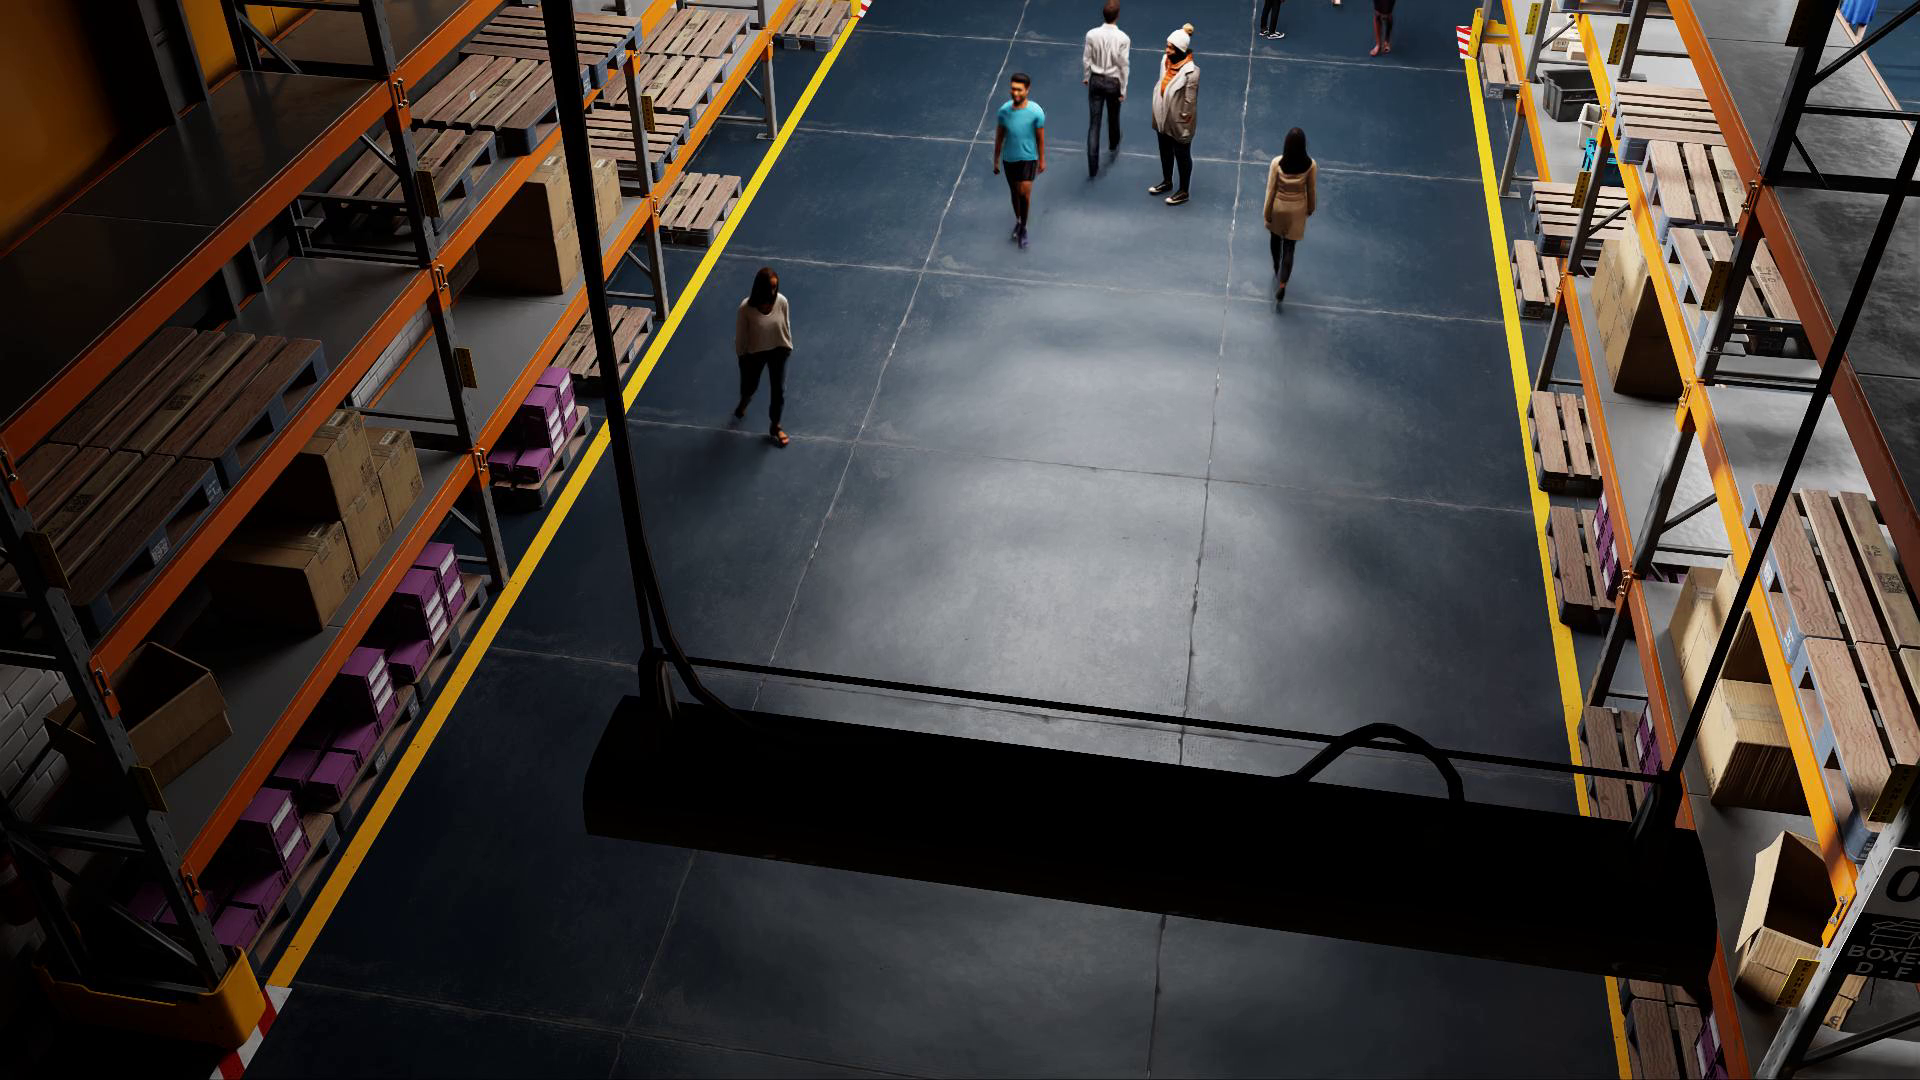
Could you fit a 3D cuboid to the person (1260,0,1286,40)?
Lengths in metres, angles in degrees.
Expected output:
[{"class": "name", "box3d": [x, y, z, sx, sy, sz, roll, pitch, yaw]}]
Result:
[{"class": "person", "box3d": [3.953, -6.948, 20.897, 0.647, 1.253, 0.577, -21, 43, -24]}]

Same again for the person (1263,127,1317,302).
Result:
[{"class": "person", "box3d": [3.101, -3.034, 15.685, 0.669, 1.642, 1.071, 5, 39, 6]}]

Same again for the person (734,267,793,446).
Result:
[{"class": "person", "box3d": [-1.639, -1.573, 13.847, 0.861, 1.651, 0.971, -9, 40, -11]}]

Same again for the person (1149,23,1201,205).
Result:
[{"class": "person", "box3d": [2.262, -4.425, 17.226, 0.870, 1.892, 0.812, -24, 45, -27]}]

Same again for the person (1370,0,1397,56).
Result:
[{"class": "person", "box3d": [5.240, -6.800, 20.344, 0.702, 1.713, 0.723, 20, 43, 23]}]

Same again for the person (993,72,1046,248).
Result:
[{"class": "person", "box3d": [0.621, -3.833, 16.592, 0.692, 1.760, 0.714, 11, 40, 13]}]

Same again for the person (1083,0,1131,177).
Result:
[{"class": "person", "box3d": [1.521, -4.772, 17.711, 0.773, 1.829, 1.203, 10, 40, 12]}]
